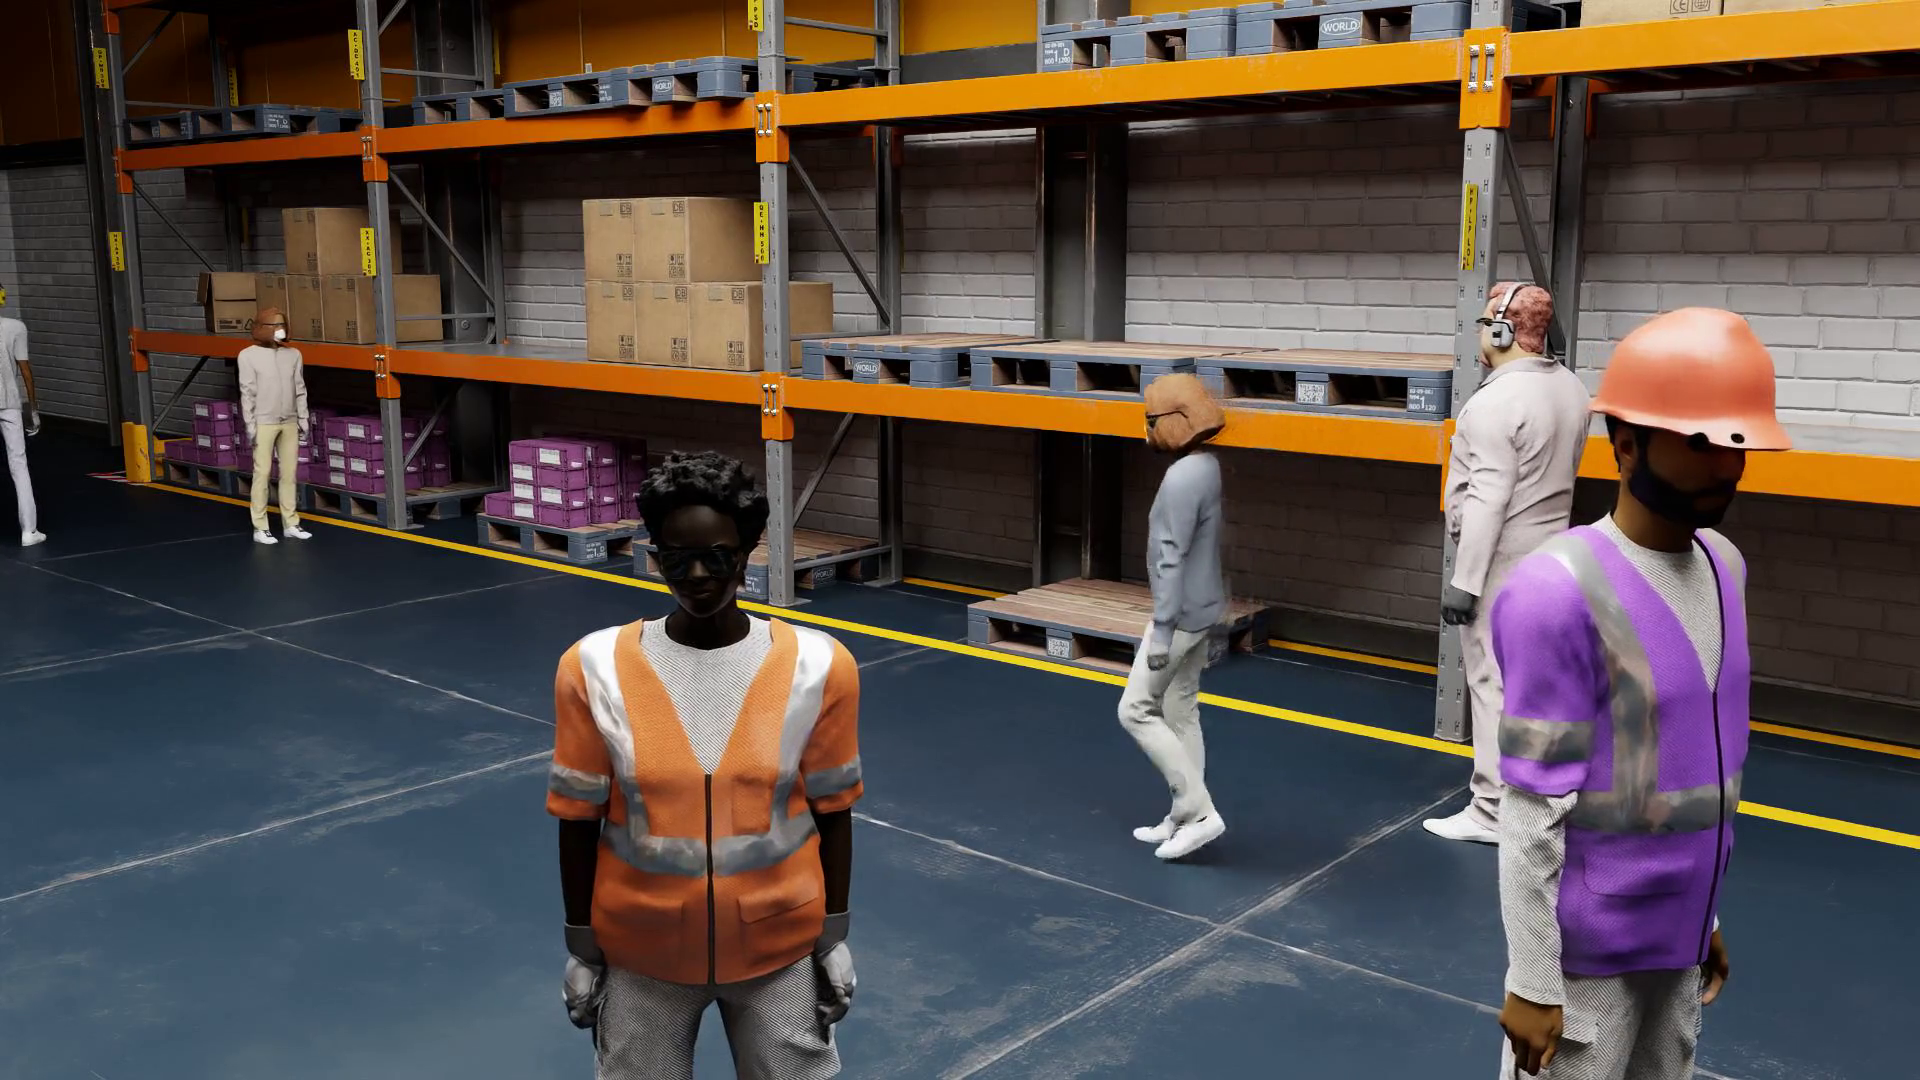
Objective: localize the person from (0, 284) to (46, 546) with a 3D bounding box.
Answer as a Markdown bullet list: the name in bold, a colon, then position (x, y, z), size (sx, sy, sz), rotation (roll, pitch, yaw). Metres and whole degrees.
- **person**: position (-6.534, -0.875, 11.264), size (0.533, 1.864, 0.310), rotation (-4, 11, -23)

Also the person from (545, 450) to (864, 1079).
- **person**: position (-0.424, 0.690, 2.835), size (0.535, 1.697, 0.318), rotation (-2, 10, -10)

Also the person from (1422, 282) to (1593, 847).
- **person**: position (1.847, 0.085, 5.672), size (0.639, 1.911, 0.406), rotation (-10, 14, -43)

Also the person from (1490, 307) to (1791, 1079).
- **person**: position (1.064, 0.607, 2.627), size (0.551, 1.933, 0.371), rotation (-8, 12, -37)

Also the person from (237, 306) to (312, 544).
- **person**: position (-4.714, -0.789, 11.465), size (0.272, 1.629, 0.499), rotation (6, 12, 32)

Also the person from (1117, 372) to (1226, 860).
- **person**: position (0.699, 0.263, 5.461), size (0.325, 1.623, 0.536), rotation (4, 11, 19)
